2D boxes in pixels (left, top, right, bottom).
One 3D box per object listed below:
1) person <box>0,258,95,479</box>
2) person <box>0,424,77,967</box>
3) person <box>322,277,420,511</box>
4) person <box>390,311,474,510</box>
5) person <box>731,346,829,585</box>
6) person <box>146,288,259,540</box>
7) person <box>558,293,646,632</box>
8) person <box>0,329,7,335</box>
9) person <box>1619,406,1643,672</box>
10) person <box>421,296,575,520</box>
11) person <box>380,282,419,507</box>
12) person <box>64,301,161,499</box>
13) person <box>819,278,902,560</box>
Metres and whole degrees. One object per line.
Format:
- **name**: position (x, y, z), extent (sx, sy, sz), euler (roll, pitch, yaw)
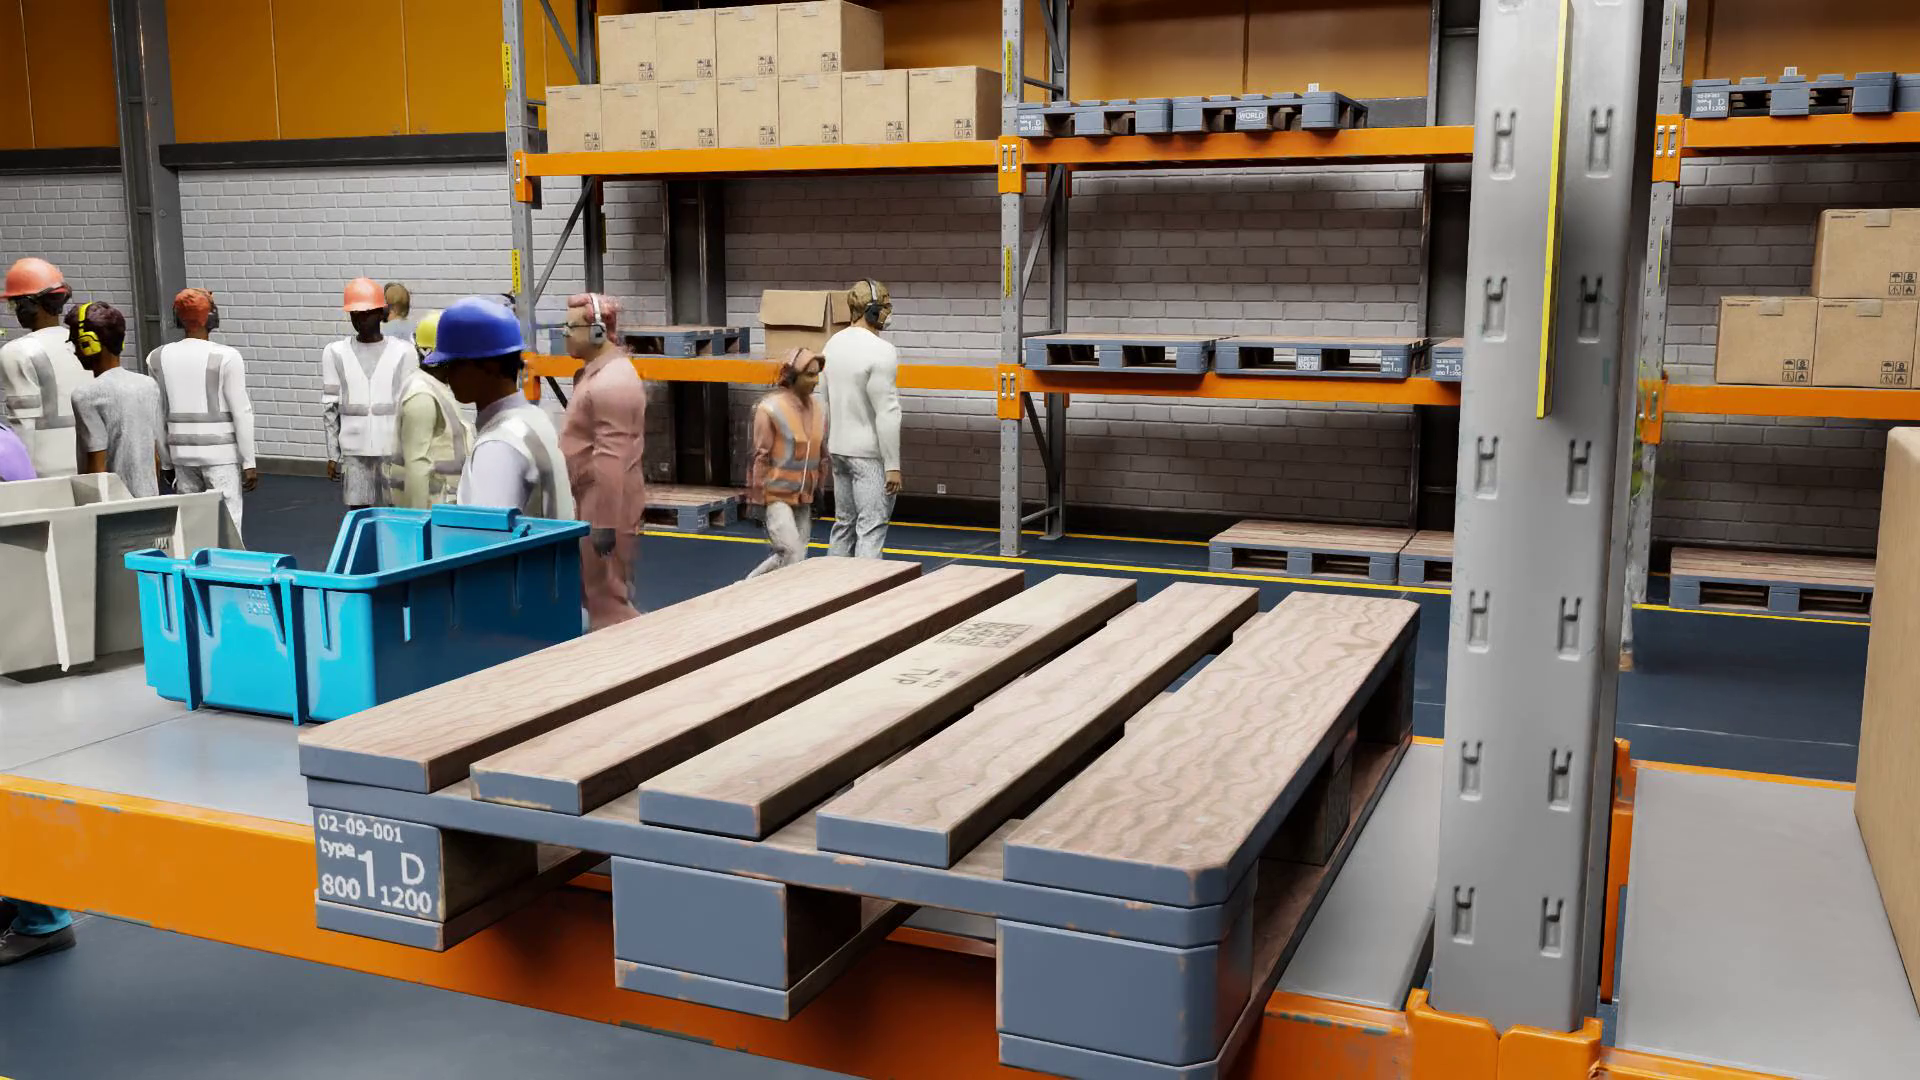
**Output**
- **person**: position (-4.453, -0.353, 8.180), extent (0.371, 2.044, 0.608), euler (2, 10, 11)
- **person**: position (-2.792, 0.305, 4.829), extent (0.372, 1.843, 0.570), euler (-6, 11, -32)
- **person**: position (-3.349, -0.525, 9.524), extent (0.553, 1.935, 0.363), euler (-2, 10, -11)
- **person**: position (-2.414, -0.198, 8.007), extent (0.881, 1.779, 0.583), euler (-3, 10, -19)
- **person**: position (-0.971, -0.231, 8.780), extent (0.659, 1.608, 0.521), euler (7, 12, 35)
- **person**: position (-4.148, -0.437, 9.174), extent (0.582, 1.879, 0.349), euler (1, 10, 8)
- **person**: position (-1.593, -0.155, 7.456), extent (0.461, 1.890, 0.673), euler (-3, 10, -16)
- **person**: position (-5.853, -0.536, 10.133), extent (0.688, 1.740, 0.556), euler (-7, 12, -36)
- **person**: position (3.051, -0.239, 8.217), extent (0.704, 1.802, 0.696), euler (3, 10, 20)
- **person**: position (-1.453, 0.243, 4.973), extent (0.808, 1.913, 0.640), euler (-2, 10, -10)
- **person**: position (-3.773, -0.811, 11.378), extent (0.978, 1.904, 0.639), euler (4, 10, 24)
- **person**: position (-3.541, -0.064, 6.991), extent (0.329, 1.865, 0.508), euler (1, 10, 6)
- **person**: position (-0.520, -0.434, 8.978), extent (0.353, 1.937, 0.635), euler (-7, 12, -36)
